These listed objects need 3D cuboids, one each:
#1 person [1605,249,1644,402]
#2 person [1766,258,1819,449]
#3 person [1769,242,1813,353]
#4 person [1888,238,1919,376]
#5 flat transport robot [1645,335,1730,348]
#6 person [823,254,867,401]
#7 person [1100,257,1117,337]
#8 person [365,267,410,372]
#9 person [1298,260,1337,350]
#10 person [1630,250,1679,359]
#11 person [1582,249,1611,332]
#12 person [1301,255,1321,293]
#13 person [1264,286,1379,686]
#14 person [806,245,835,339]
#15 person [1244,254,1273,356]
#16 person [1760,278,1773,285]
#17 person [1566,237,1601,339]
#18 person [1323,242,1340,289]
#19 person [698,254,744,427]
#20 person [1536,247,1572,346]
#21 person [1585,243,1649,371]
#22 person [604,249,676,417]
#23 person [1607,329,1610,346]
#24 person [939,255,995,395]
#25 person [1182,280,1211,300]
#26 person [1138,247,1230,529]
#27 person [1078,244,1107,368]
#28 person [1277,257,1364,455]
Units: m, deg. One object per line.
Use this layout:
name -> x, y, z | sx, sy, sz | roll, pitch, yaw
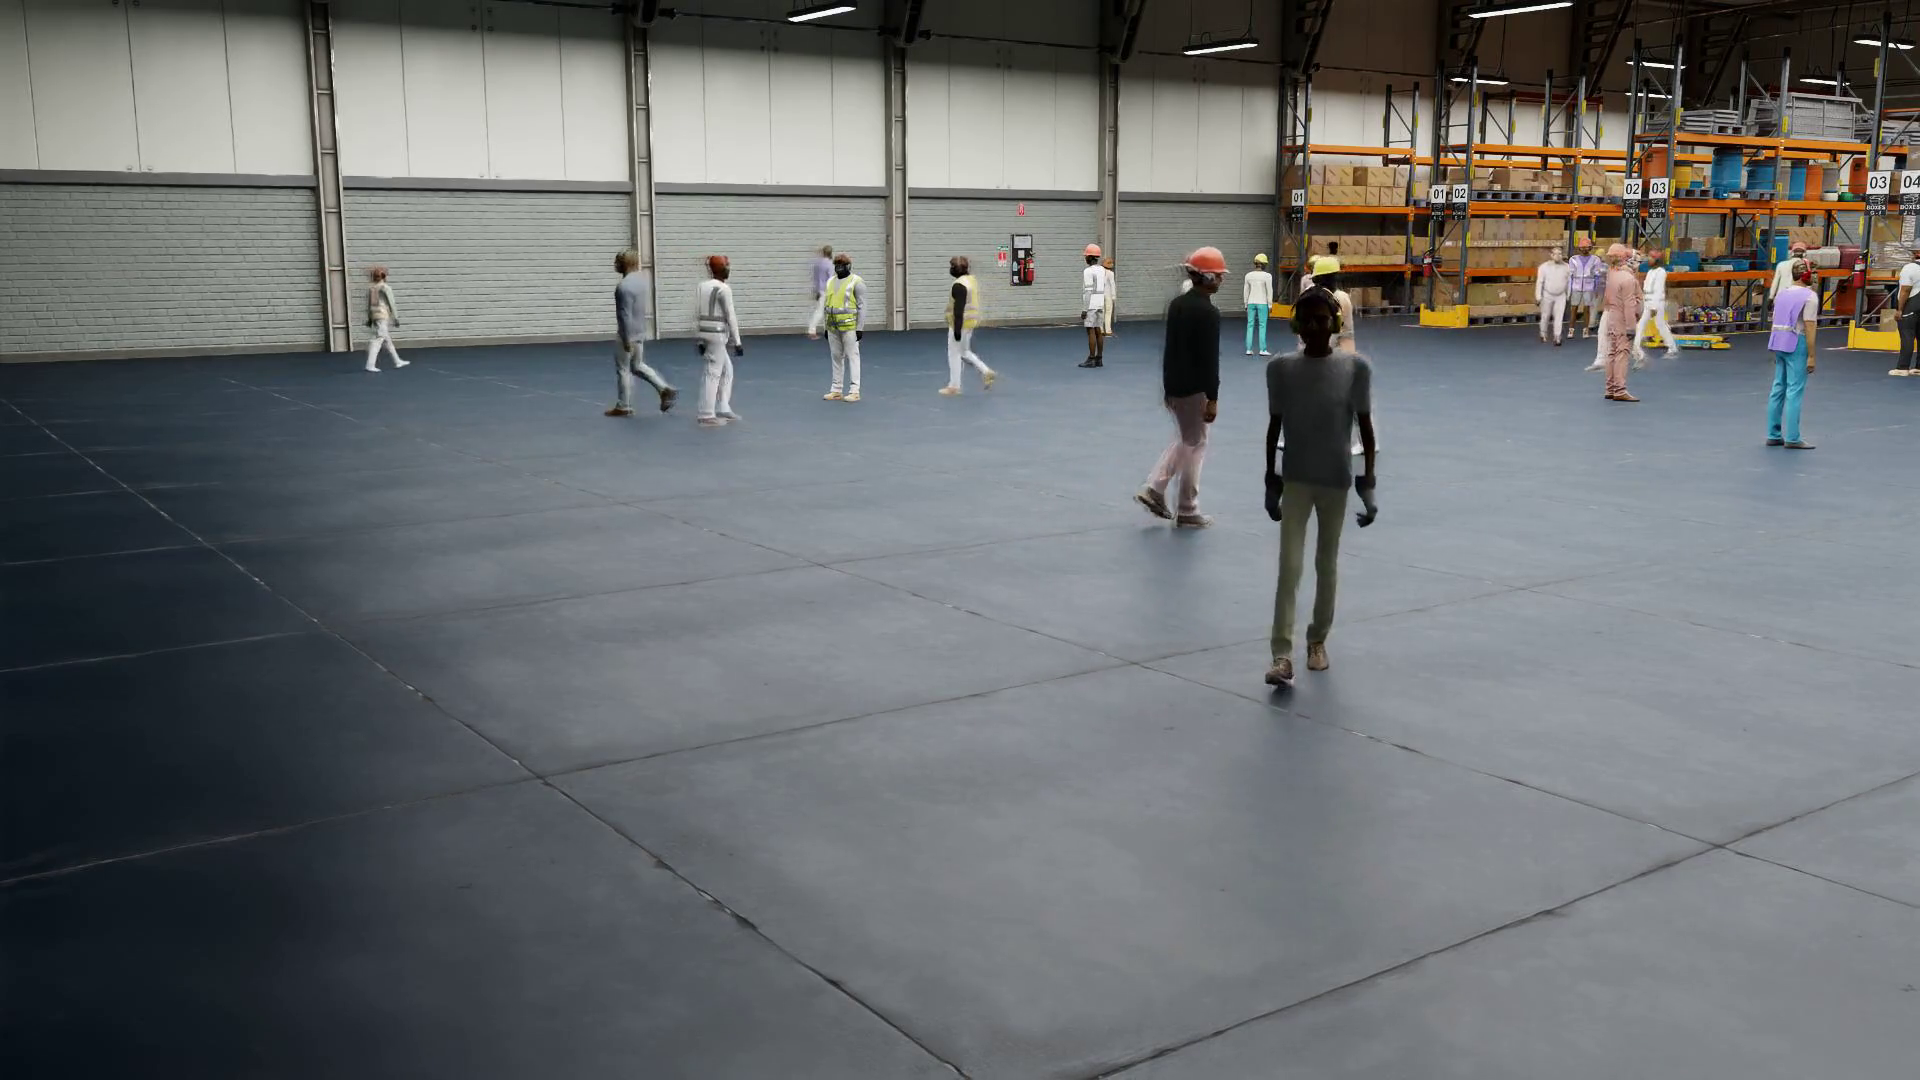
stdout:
person -> 8.375, -2.696, 20.926 | 0.409, 1.903, 0.639 | 1, 10, 3
person -> 8.116, -1.813, 16.225 | 0.396, 1.847, 0.564 | -2, 10, -9
person -> 14.424, -4.174, 28.865 | 0.654, 1.957, 0.515 | 7, 13, 35
person -> 14.149, -3.455, 24.699 | 0.679, 2.000, 0.537 | -3, 11, -16
flat transport robot -> 13.489, -3.687, 30.824 | 1.431, 0.197, 0.652 | 4, 11, 23
person -> -1.472, -2.661, 20.895 | 0.636, 1.841, 0.429 | 8, 13, 36
person -> 3.046, -5.021, 34.399 | 0.280, 1.633, 0.500 | -7, 12, -33
person -> -8.867, -3.393, 25.590 | 0.539, 1.590, 0.877 | 8, 13, 38
person -> 3.539, -1.824, 16.308 | 0.429, 1.844, 0.627 | 4, 11, 22
person -> 11.676, -3.937, 27.911 | 0.970, 1.841, 0.591 | 0, 10, -1
person -> 13.975, -5.452, 36.352 | 0.934, 1.778, 0.622 | -10, 14, -43
person -> 5.971, -3.932, 28.083 | 0.542, 1.750, 0.579 | 10, 14, 42
person -> 1.647, -0.235, 7.629 | 0.544, 1.828, 0.924 | 3, 11, 14
person -> -2.695, -4.999, 33.609 | 1.037, 1.887, 0.649 | -5, 11, -25
person -> 5.196, -4.084, 28.919 | 0.531, 1.760, 0.332 | 8, 13, 36
person -> 25.964, -8.519, 53.577 | 0.507, 1.633, 0.276 | 0, 10, 2
person -> 12.568, -5.070, 33.545 | 0.609, 2.044, 0.396 | 4, 11, 22
person -> 9.123, -6.399, 41.087 | 0.552, 1.953, 0.618 | -4, 11, -22
person -> -2.573, -2.168, 18.129 | 0.707, 1.860, 0.583 | -6, 12, -30
person -> 11.329, -4.658, 31.767 | 0.650, 1.865, 0.979 | 2, 10, 9
person -> 10.078, -3.541, 25.379 | 0.873, 1.965, 0.622 | -1, 10, -5
person -> -3.699, -2.348, 18.969 | 0.744, 1.925, 0.639 | 2, 11, 12
person -> 12.527, -4.515, 31.521 | 0.719, 1.669, 0.541 | -10, 14, -42
person -> 0.076, -2.793, 21.670 | 0.634, 1.820, 0.637 | 3, 11, 16
person -> 4.023, -3.923, 28.461 | 0.516, 1.602, 0.807 | -1, 10, -4
person -> 1.627, -1.059, 11.710 | 0.514, 1.985, 0.661 | -4, 11, -22
person -> 2.089, -3.693, 26.277 | 0.354, 1.942, 0.545 | 7, 12, 33
person -> 3.480, -1.714, 15.645 | 1.008, 1.856, 0.581 | -1, 10, -5
